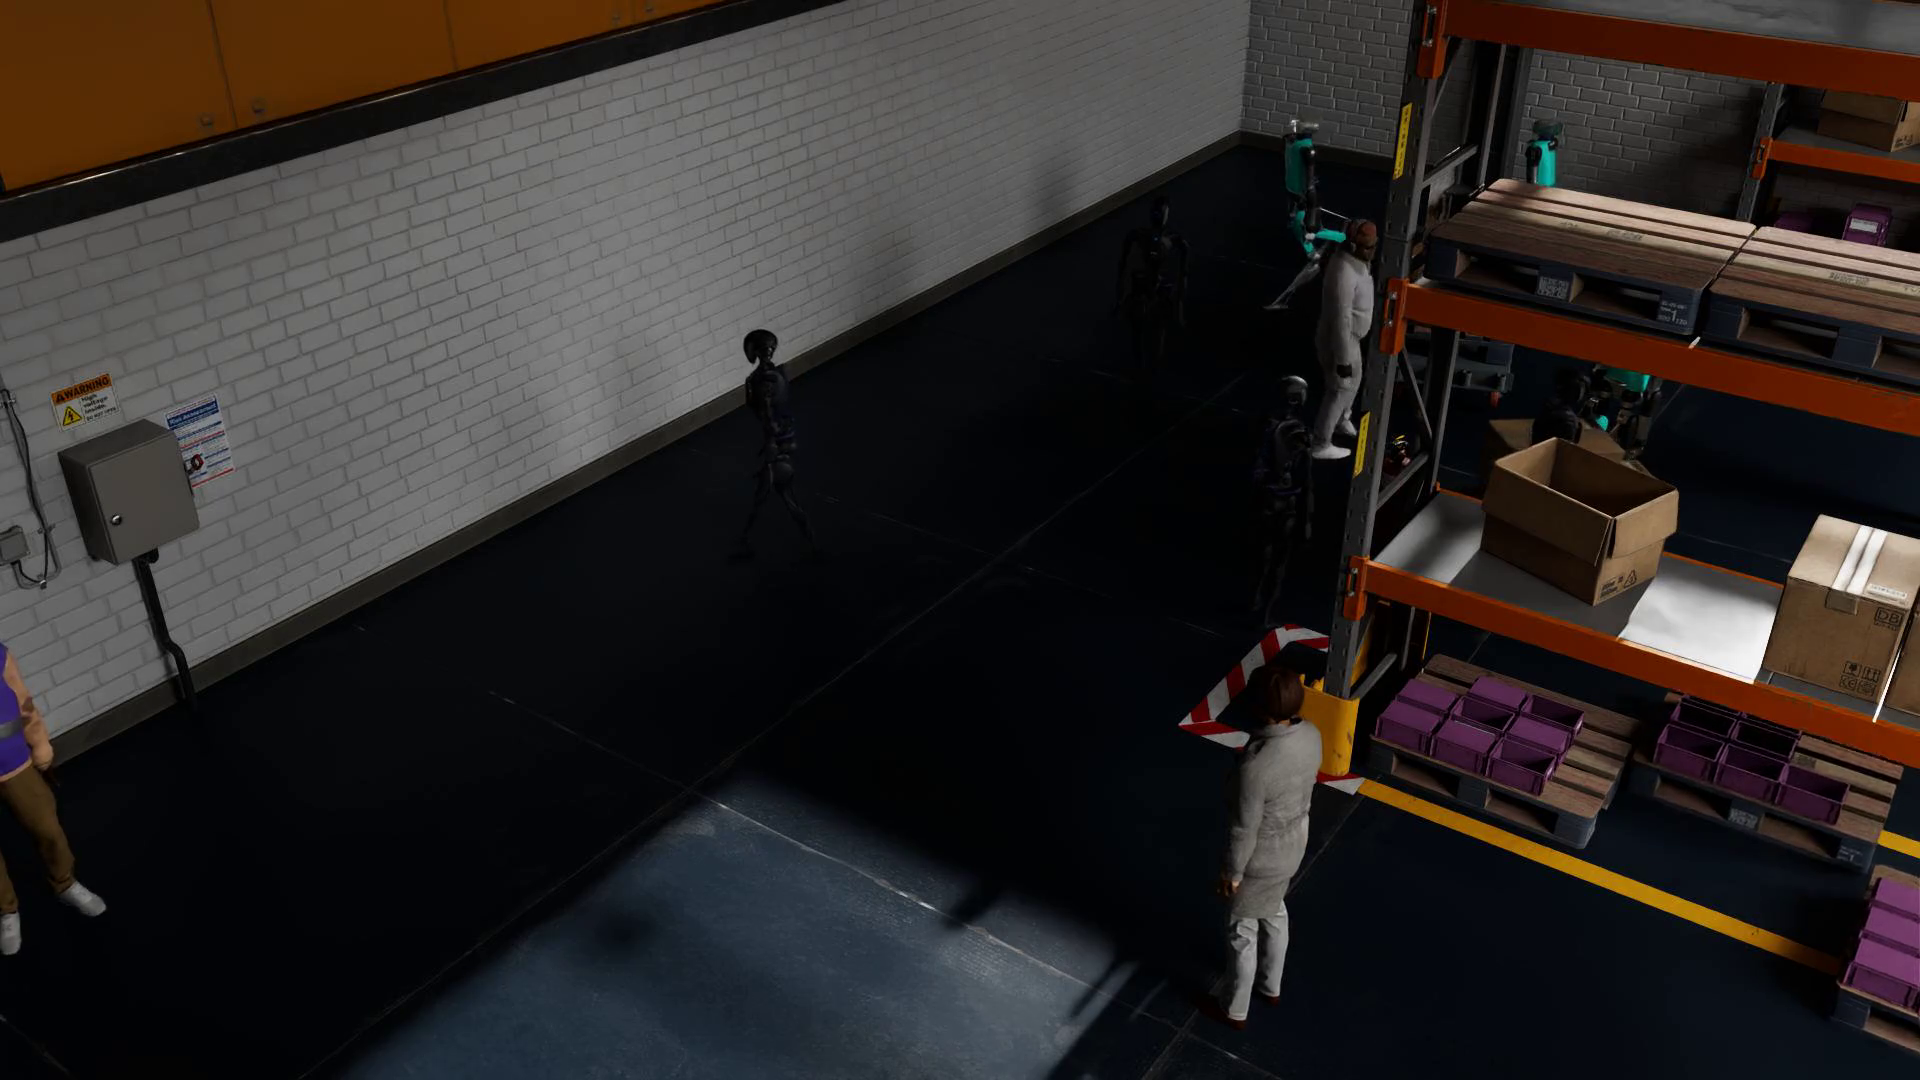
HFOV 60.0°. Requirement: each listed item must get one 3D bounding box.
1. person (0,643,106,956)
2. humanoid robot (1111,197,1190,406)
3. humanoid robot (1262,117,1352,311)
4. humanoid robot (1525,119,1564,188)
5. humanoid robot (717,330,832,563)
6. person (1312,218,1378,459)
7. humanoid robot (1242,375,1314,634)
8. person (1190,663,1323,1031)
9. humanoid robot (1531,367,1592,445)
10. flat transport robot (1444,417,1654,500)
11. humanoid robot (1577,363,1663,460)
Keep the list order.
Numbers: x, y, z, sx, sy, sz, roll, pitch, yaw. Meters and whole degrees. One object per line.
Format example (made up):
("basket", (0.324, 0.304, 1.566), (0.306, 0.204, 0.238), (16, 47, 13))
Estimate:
("person", (-4.431, 1.046, 7.581), (0.548, 1.920, 0.453), (-22, 37, -33))
("humanoid robot", (1.465, -1.868, 12.915), (0.584, 1.623, 0.779), (5, 30, 9))
("humanoid robot", (3.201, -2.822, 14.522), (1.030, 1.769, 0.535), (-6, 31, -11))
("humanoid robot", (5.127, -2.644, 14.188), (0.809, 1.788, 0.554), (19, 35, 30))
("humanoid robot", (-1.228, -0.577, 10.667), (0.755, 1.625, 0.588), (-3, 30, -6))
("person", (2.802, -1.439, 11.941), (0.490, 1.874, 0.754), (8, 31, 13))
("humanoid robot", (1.903, -0.222, 10.008), (0.340, 1.648, 0.597), (-16, 33, -25))
("person", (1.304, 1.331, 7.182), (0.363, 1.824, 0.520), (26, 39, 37))
("humanoid robot", (3.514, -0.299, 10.162), (0.380, 1.646, 0.590), (1, 30, 1))
("flat transport robot", (3.761, 0.195, 10.702), (1.431, 0.231, 0.659), (-2, 30, -4))
("humanoid robot", (4.103, -0.725, 10.742), (0.697, 1.716, 0.530), (-16, 34, -26))
